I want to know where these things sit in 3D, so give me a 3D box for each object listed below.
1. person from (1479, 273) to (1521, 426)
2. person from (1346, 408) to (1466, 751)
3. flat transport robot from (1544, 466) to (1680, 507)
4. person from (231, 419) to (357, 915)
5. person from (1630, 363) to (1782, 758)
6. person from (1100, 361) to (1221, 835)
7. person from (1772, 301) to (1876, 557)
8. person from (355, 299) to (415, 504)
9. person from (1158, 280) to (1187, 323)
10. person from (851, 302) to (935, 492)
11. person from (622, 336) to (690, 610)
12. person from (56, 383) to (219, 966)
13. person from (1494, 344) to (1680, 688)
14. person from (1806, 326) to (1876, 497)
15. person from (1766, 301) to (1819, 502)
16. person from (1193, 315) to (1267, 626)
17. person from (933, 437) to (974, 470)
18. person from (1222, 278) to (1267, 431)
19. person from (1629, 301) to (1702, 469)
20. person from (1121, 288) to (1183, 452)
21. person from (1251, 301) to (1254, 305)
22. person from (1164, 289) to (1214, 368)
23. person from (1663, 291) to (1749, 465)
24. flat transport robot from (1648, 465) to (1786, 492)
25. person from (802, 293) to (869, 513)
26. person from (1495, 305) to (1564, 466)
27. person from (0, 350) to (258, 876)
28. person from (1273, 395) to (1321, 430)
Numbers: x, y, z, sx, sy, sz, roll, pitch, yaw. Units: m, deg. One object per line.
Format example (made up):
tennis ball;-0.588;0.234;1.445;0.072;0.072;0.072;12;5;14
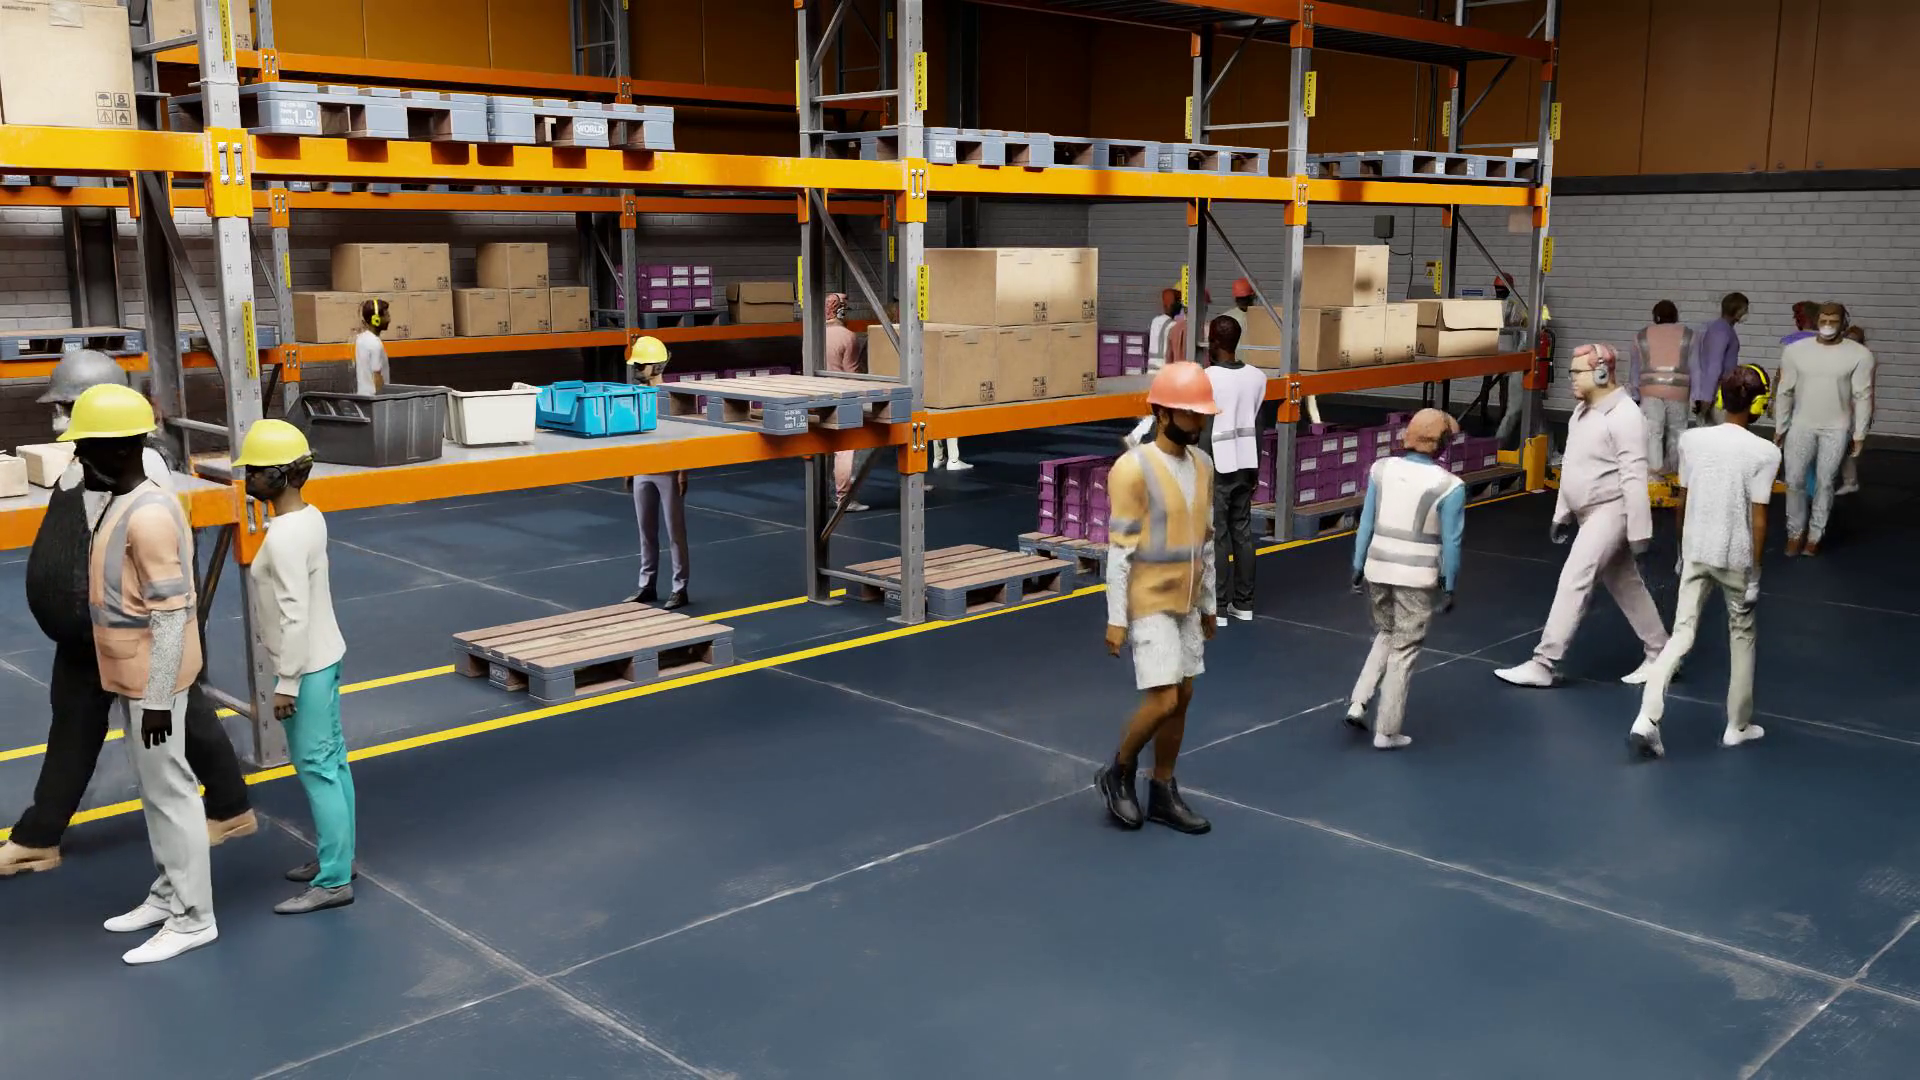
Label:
person;6.812;-2.402;21.024;0.551;1.935;0.375;8;13;37
person;2.084;0.190;7.751;0.395;1.616;0.545;-8;13;-38
flat transport robot;6.000;-0.503;15.217;0.652;0.197;1.431;-2;11;-9
person;-2.372;0.450;5.938;0.331;1.768;0.527;-2;11;-11
person;3.461;0.104;7.662;0.880;1.836;0.512;-9;14;-40
person;0.830;0.247;6.624;0.585;1.920;0.397;-10;14;-44
person;6.370;-0.800;12.325;0.661;1.919;0.625;7;12;32
person;-5.227;-1.212;14.776;0.584;1.851;0.535;-8;13;-35
person;2.426;-1.893;18.303;0.585;1.917;0.381;10;14;43
person;-0.694;-1.313;15.475;0.872;1.811;0.513;-2;11;-11
person;-1.961;-0.429;10.741;0.526;1.765;0.329;6;12;28
person;-2.731;0.441;5.549;0.366;1.926;0.594;-7;13;-34
person;3.417;-0.117;8.833;0.997;1.844;0.649;1;10;4
person;8.012;-1.156;15.178;0.861;1.585;0.588;-4;11;-22
person;7.710;-1.282;15.265;0.607;1.800;0.877;-1;10;-7
person;1.651;-0.425;10.295;0.597;1.916;0.370;-8;13;-37
person;-0.097;-1.655;17.136;0.328;1.872;0.509;-8;13;-37
person;3.095;-1.813;17.788;0.695;1.946;0.778;2;11;13
person;6.702;-1.366;15.807;0.675;1.780;0.973;5;12;25
person;2.042;-1.671;17.241;0.585;1.866;0.606;-3;11;-18
person;4.013;-2.641;23.230;0.325;1.614;0.611;3;11;16
person;2.177;-1.416;15.664;1.047;1.948;0.604;-6;12;-30
person;7.013;-1.384;15.603;0.863;1.902;0.631;3;11;18
flat transport robot;6.979;-0.580;15.637;1.431;0.197;0.652;-2;11;-9
person;-1.065;-1.192;14.512;0.651;1.906;0.403;9;14;41
person;5.918;-1.567;17.136;0.901;1.698;0.503;4;11;21
person;-3.234;0.244;6.312;1.007;2.000;0.692;-10;14;-43
person;3.679;-1.734;18.289;0.852;1.588;0.518;-5;12;-27
